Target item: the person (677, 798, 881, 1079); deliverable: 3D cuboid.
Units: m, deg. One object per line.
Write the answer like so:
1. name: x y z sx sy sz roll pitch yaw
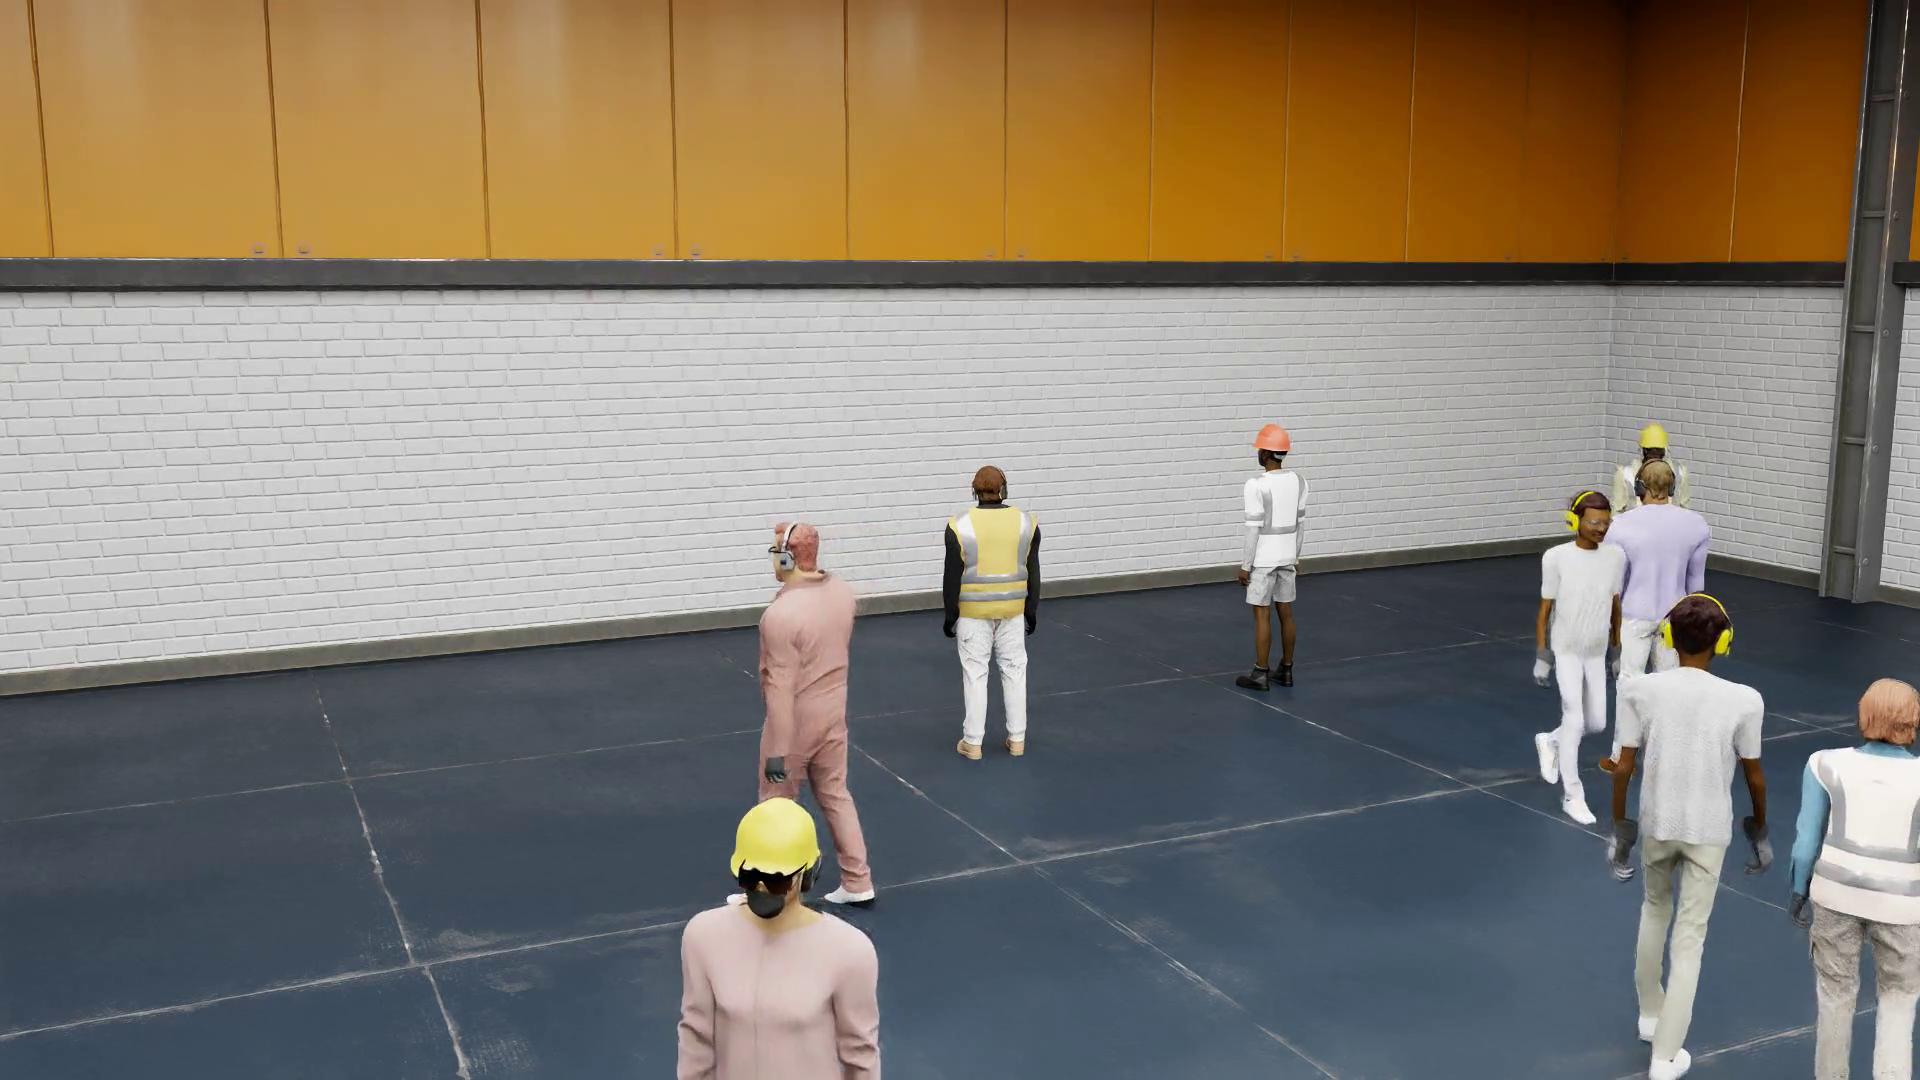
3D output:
1. person: -0.446 1.476 4.306 0.535 1.749 0.529 2 9 14

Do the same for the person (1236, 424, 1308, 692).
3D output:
1. person: 2.251 0.128 12.079 0.547 1.942 0.351 -6 11 -31

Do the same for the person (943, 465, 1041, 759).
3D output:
1. person: 0.188 0.450 10.404 0.634 1.838 0.429 -2 9 -15

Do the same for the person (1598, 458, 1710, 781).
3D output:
1. person: 4.099 0.479 9.914 0.632 1.940 0.372 -1 9 -3

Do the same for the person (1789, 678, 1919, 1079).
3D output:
1. person: 3.184 1.295 5.814 0.532 1.624 0.449 5 11 31

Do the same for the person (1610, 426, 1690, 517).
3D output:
1. person: 5.552 -0.014 13.395 0.627 1.792 0.868 3 10 16

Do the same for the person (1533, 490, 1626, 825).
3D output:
1. person: 3.455 0.618 9.344 0.528 1.845 0.662 -2 9 -10

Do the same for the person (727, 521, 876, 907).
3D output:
1. person: -0.743 0.845 7.846 0.583 1.909 0.663 5 11 31

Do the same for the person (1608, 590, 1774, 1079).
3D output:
1. person: 2.807 1.102 6.341 0.525 1.847 0.715 7 12 38
